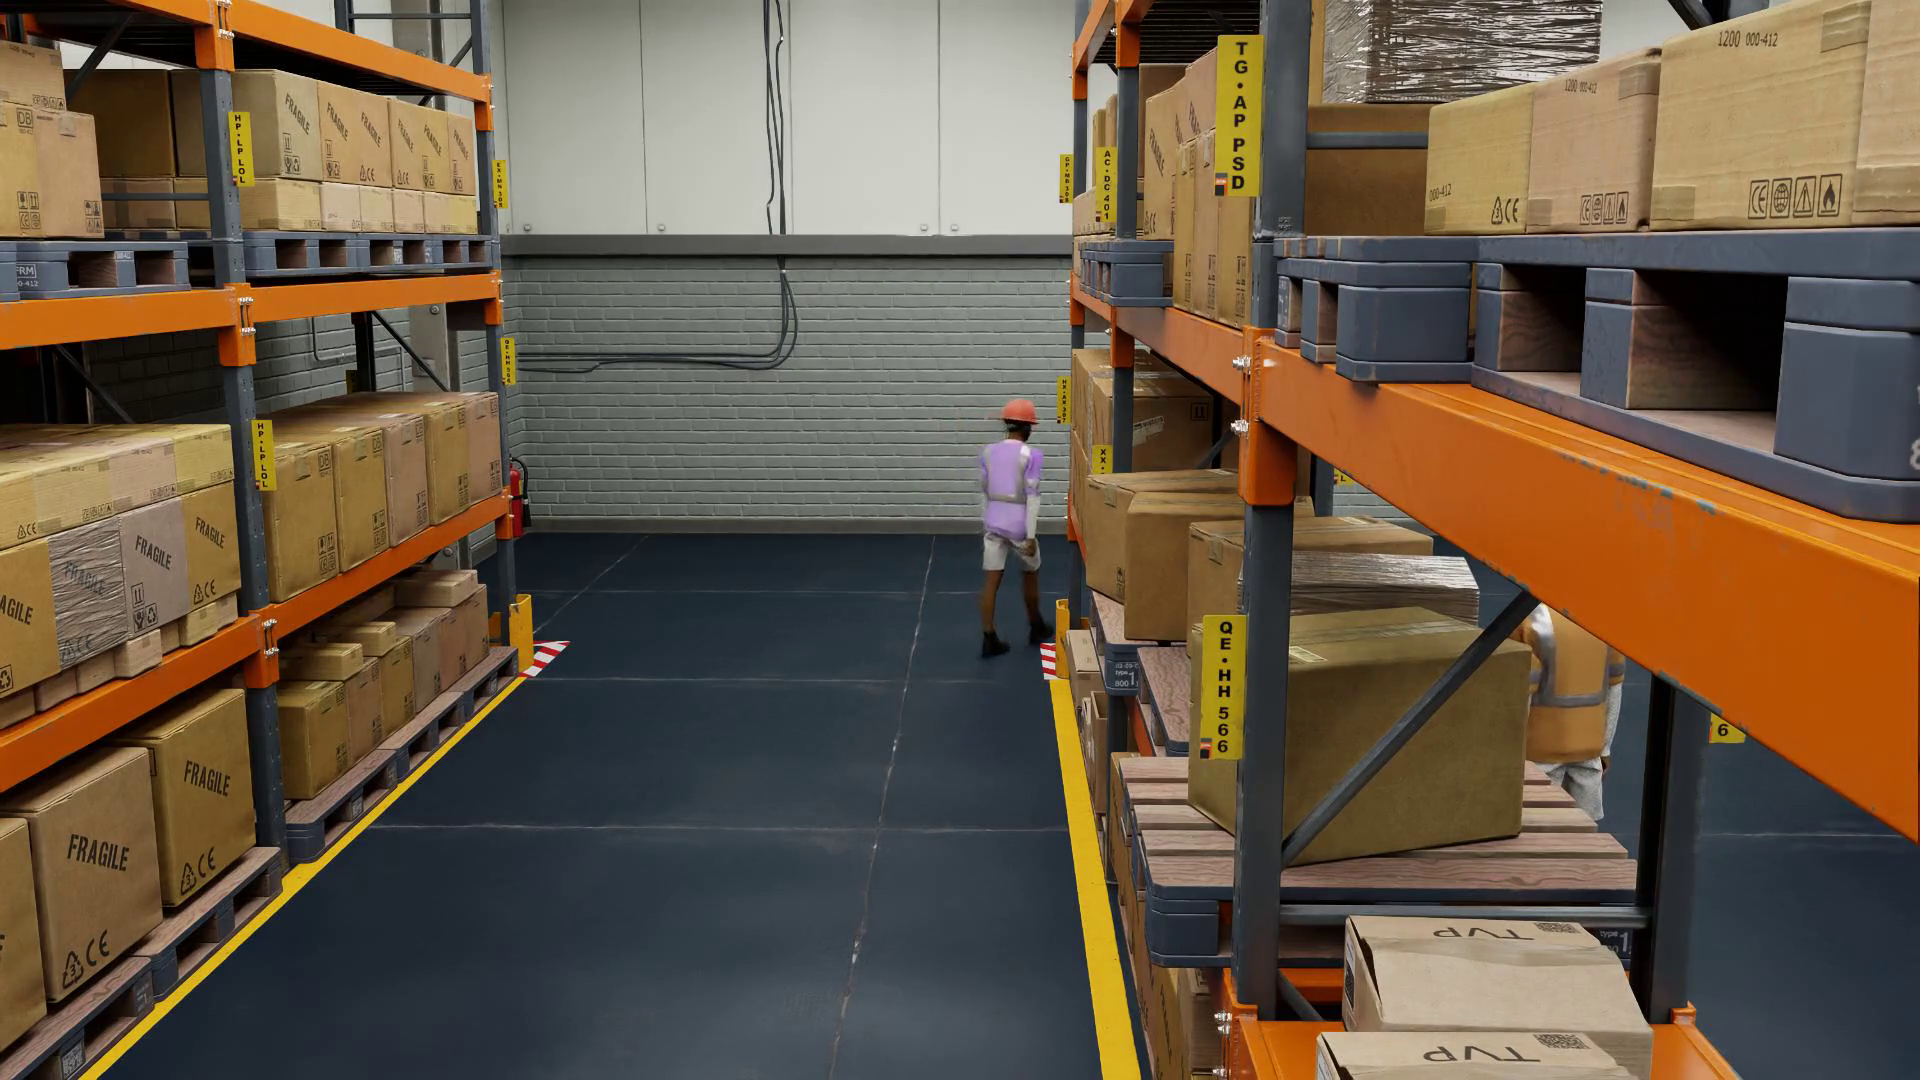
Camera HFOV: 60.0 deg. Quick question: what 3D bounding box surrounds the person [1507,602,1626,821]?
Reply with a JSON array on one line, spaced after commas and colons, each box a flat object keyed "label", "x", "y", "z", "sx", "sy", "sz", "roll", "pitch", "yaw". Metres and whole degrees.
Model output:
[{"label": "person", "x": 2.474, "y": 0.852, "z": 6.941, "sx": 0.543, "sy": 1.928, "sz": 0.371, "roll": -3, "pitch": 10, "yaw": -14}]

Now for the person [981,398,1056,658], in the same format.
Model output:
[{"label": "person", "x": 0.440, "y": -0.106, "z": 12.426, "sx": 0.576, "sy": 1.887, "sz": 0.920, "roll": 7, "pitch": 12, "yaw": 34}]
